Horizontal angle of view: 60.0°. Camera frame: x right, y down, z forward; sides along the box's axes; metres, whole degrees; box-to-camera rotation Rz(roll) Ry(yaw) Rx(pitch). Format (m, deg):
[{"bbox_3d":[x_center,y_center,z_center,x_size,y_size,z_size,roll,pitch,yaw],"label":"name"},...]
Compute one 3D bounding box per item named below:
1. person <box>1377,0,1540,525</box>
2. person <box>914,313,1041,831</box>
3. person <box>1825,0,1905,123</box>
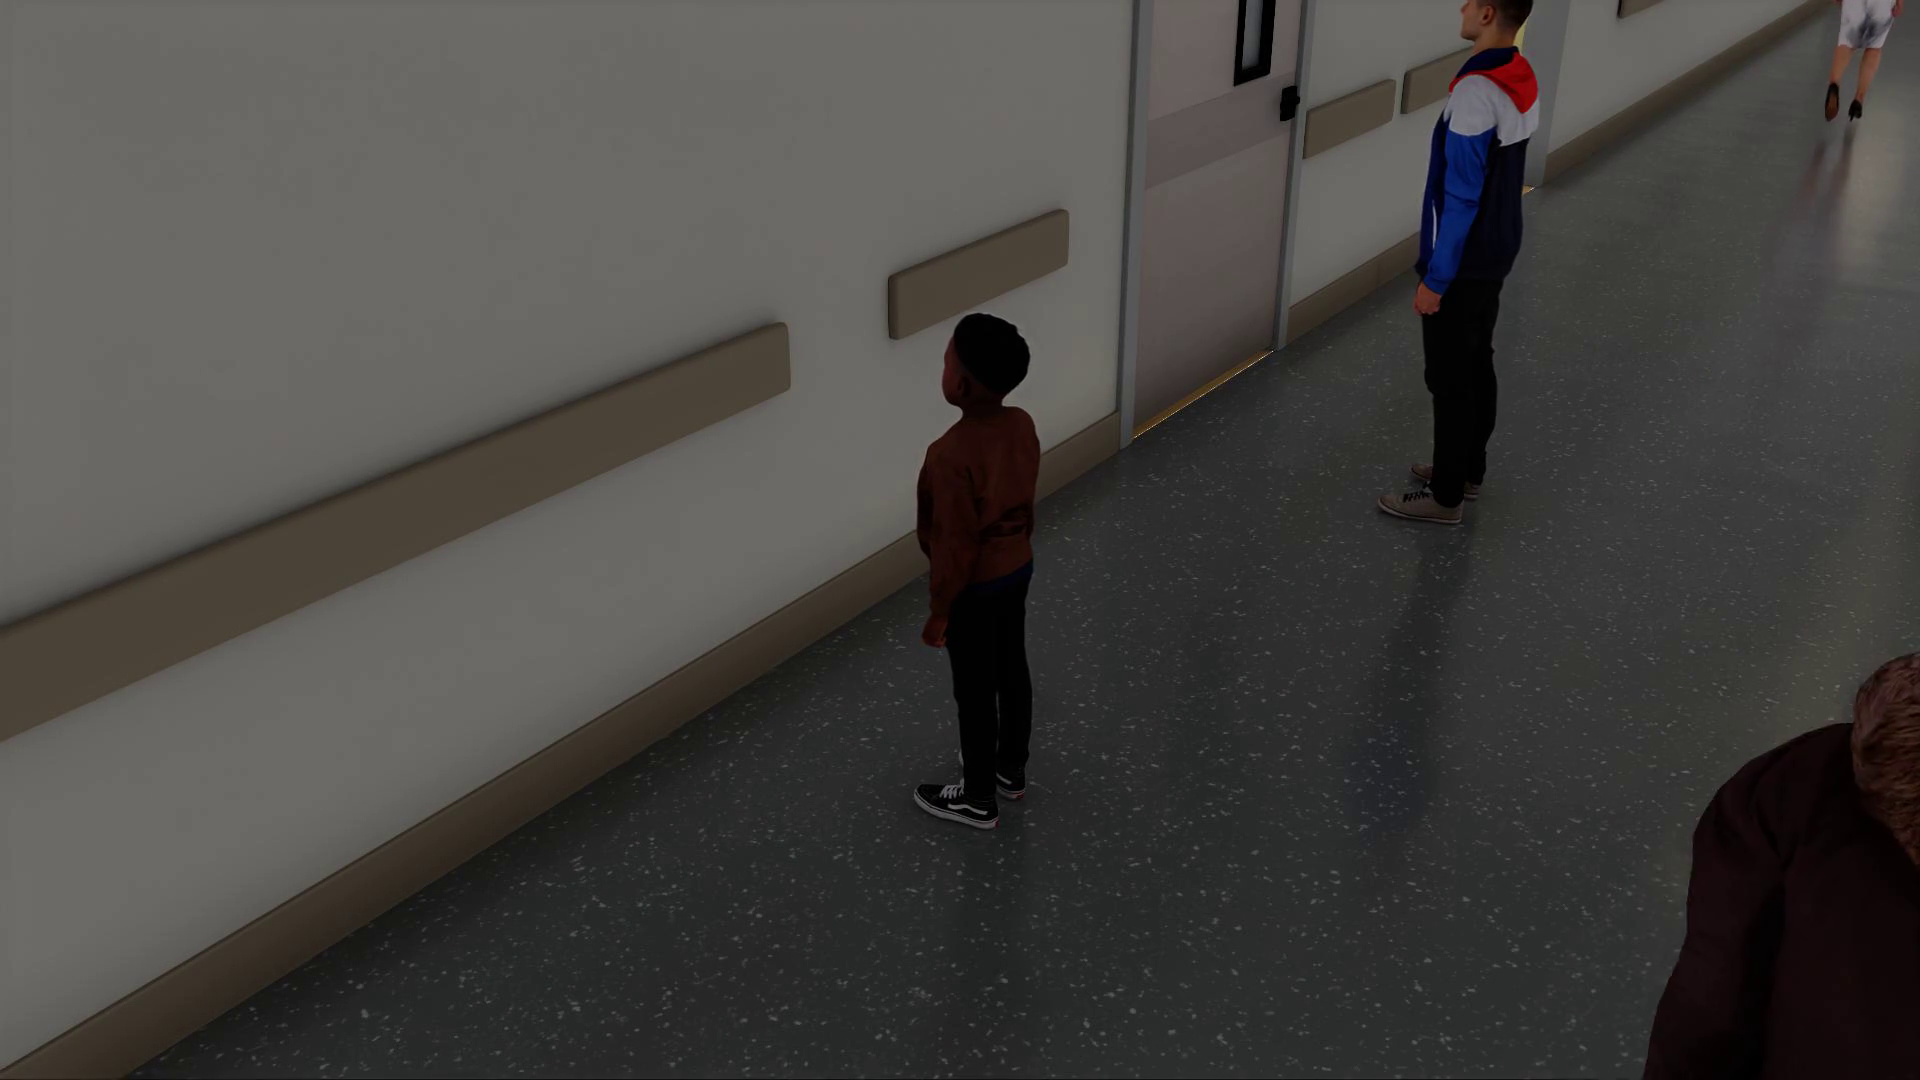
[{"bbox_3d":[1.625,-0.913,5.307,0.527,1.756,0.632,18,31,33],"label":"person"},{"bbox_3d":[0.053,0.082,3.819,0.467,1.254,0.517,18,31,33],"label":"person"},{"bbox_3d":[5.933,-3.559,10.824,0.939,1.729,0.657,16,30,30],"label":"person"}]
